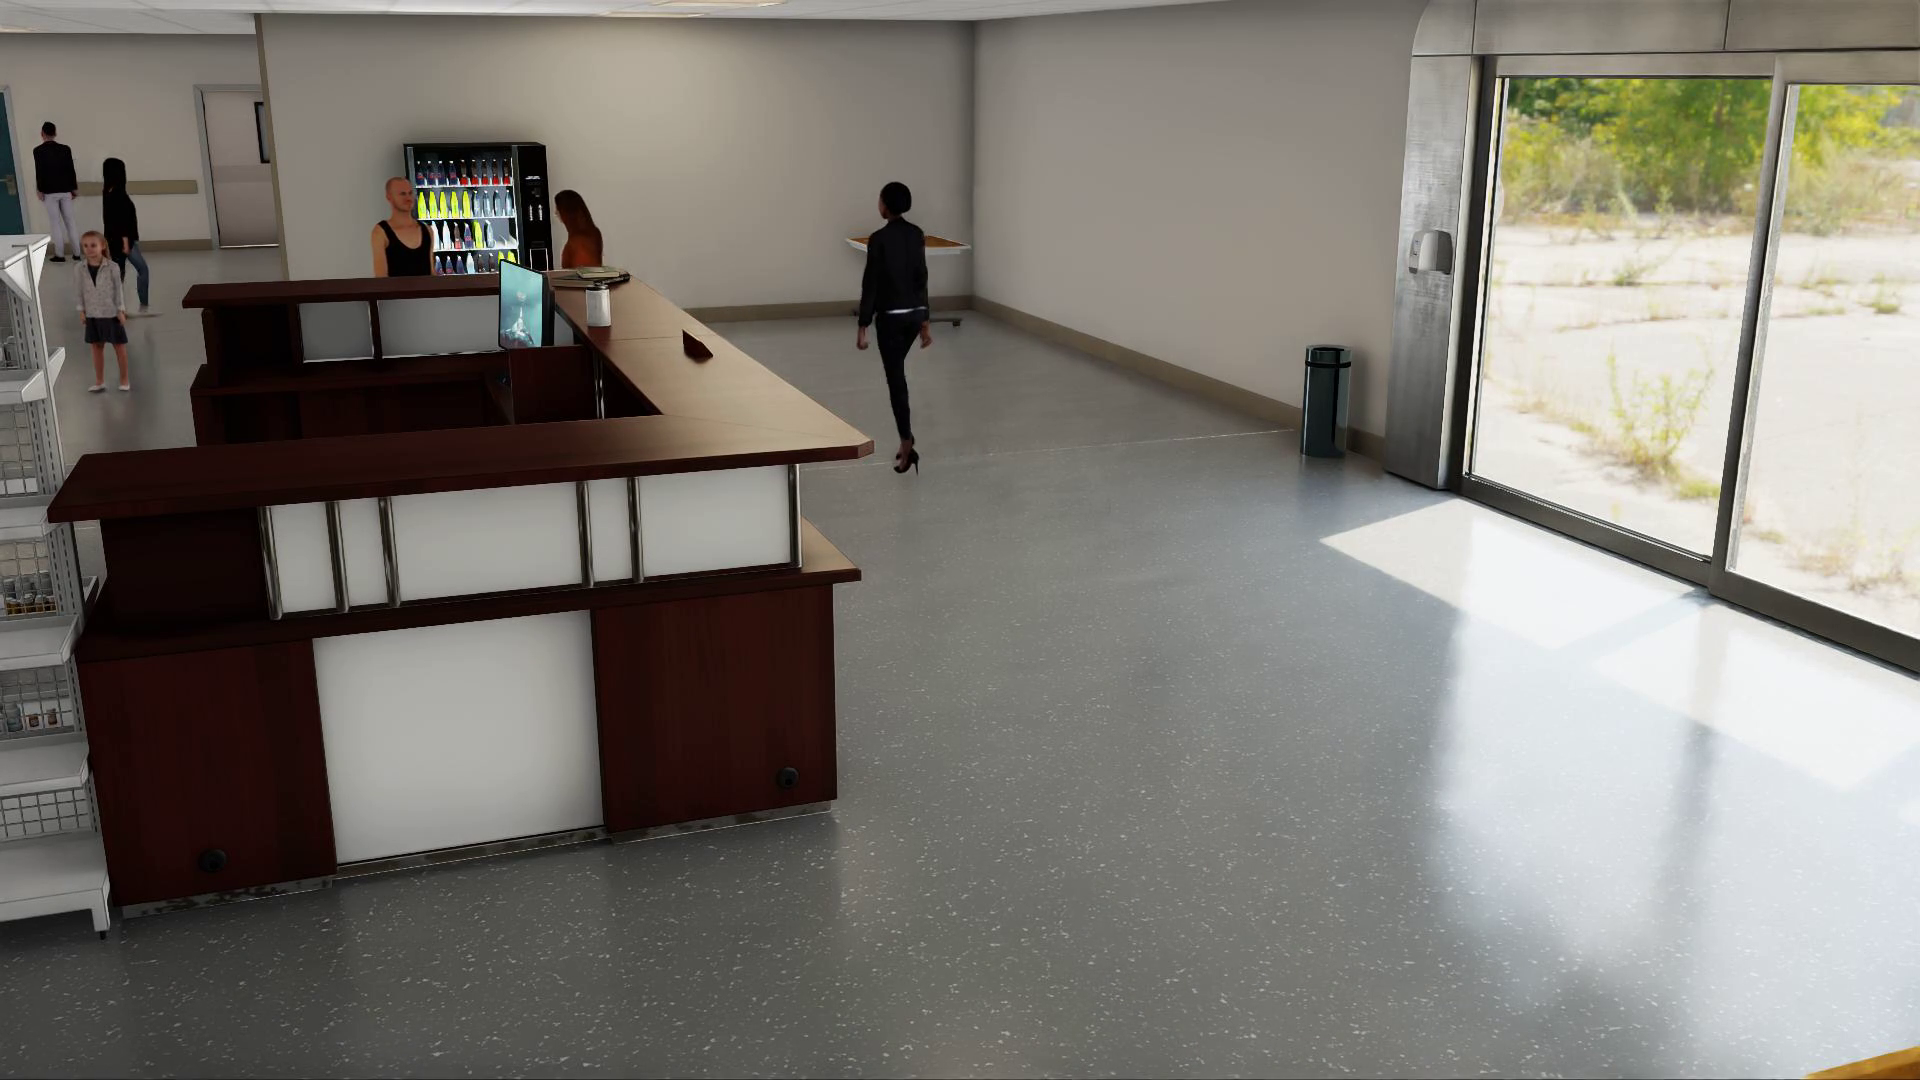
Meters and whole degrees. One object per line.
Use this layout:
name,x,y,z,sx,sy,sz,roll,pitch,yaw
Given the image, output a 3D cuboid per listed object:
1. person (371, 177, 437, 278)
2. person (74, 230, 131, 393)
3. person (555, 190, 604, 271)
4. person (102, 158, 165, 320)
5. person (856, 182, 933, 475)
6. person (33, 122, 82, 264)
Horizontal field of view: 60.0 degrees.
person,-3.712,-1.521,11.200,0.772,1.815,0.668,10,19,32
person,-6.843,-1.829,13.277,0.498,1.275,0.603,-3,16,-10
person,-2.522,-1.611,11.750,0.938,1.689,0.816,0,16,2
person,-8.620,-3.047,16.956,0.771,1.630,0.838,9,18,28
person,-0.326,-1.295,10.379,0.701,1.826,0.806,-15,21,-42
person,-12.123,-4.675,22.333,0.804,1.844,0.680,13,20,38
